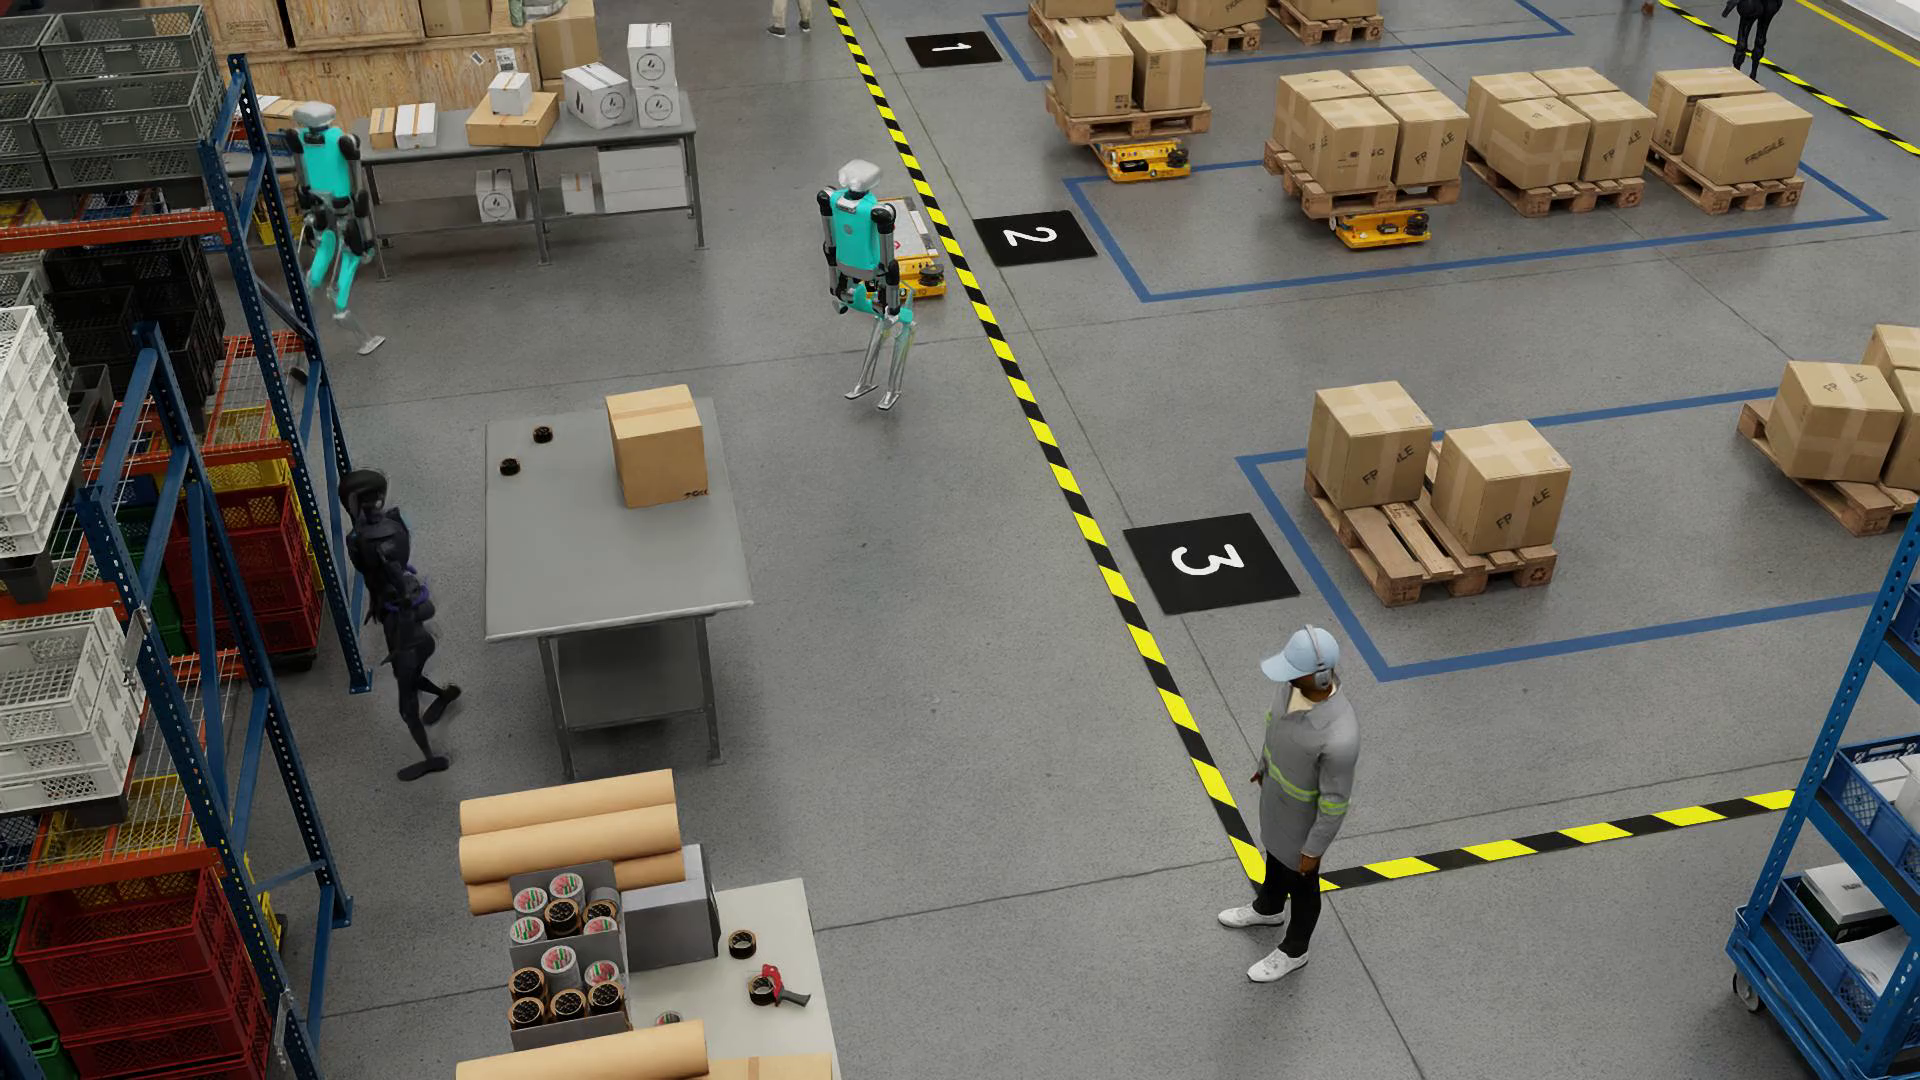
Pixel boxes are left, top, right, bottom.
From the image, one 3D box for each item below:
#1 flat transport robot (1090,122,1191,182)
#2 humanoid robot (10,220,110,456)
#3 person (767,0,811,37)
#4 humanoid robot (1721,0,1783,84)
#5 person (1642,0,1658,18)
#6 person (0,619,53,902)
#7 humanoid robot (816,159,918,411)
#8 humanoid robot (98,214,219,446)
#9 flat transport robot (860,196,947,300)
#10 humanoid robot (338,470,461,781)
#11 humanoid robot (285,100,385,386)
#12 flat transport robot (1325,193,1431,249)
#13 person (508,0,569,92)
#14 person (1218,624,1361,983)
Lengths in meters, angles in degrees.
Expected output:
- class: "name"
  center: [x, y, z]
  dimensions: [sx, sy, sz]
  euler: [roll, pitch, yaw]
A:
- class: "flat transport robot"
  center: [1.427, -3.455, 14.174]
  dimensions: [0.652, 0.197, 1.431]
  euler: [-8, 37, -10]
- class: "humanoid robot"
  center: [-5.239, -1.104, 9.812]
  dimensions: [0.765, 1.798, 0.532]
  euler: [30, 46, 34]
- class: "person"
  center: [-1.691, -5.754, 16.034]
  dimensions: [0.563, 1.763, 0.403]
  euler: [-19, 41, -24]
- class: "humanoid robot"
  center: [7.176, -4.891, 14.937]
  dimensions: [0.599, 1.654, 0.315]
  euler: [-14, 39, -19]
- class: "person"
  center: [7.057, -6.279, 16.689]
  dimensions: [0.614, 1.822, 0.988]
  euler: [10, 38, 13]
- class: "person"
  center: [-4.122, 0.880, 7.053]
  dimensions: [0.430, 1.843, 0.624]
  euler: [30, 46, 34]
- class: "humanoid robot"
  center: [-0.489, -1.633, 10.411]
  dimensions: [0.533, 1.672, 0.735]
  euler: [21, 42, 26]
- class: "humanoid robot"
  center: [-4.861, -1.161, 9.938]
  dimensions: [0.608, 1.653, 0.347]
  euler: [-20, 41, -25]
- class: "flat transport robot"
  center: [-0.570, -2.220, 12.538]
  dimensions: [0.659, 0.231, 1.431]
  euler: [-8, 37, -10]
- class: "humanoid robot"
  center: [-2.676, 0.358, 7.912]
  dimensions: [0.482, 1.624, 0.591]
  euler: [-21, 42, -26]
- class: "humanoid robot"
  center: [-4.221, -1.860, 10.846]
  dimensions: [0.554, 1.778, 0.971]
  euler: [12, 38, 16]
- class: "flat transport robot"
  center: [3.135, -2.736, 13.208]
  dimensions: [0.652, 0.197, 1.431]
  euler: [-8, 37, -10]
- class: "person"
  center: [-3.519, -4.370, 14.032]
  dimensions: [0.412, 1.939, 0.602]
  euler: [24, 43, 28]
- class: "person"
  center: [1.342, 1.071, 6.792]
  dimensions: [0.396, 1.847, 0.587]
  euler: [-8, 37, -11]
